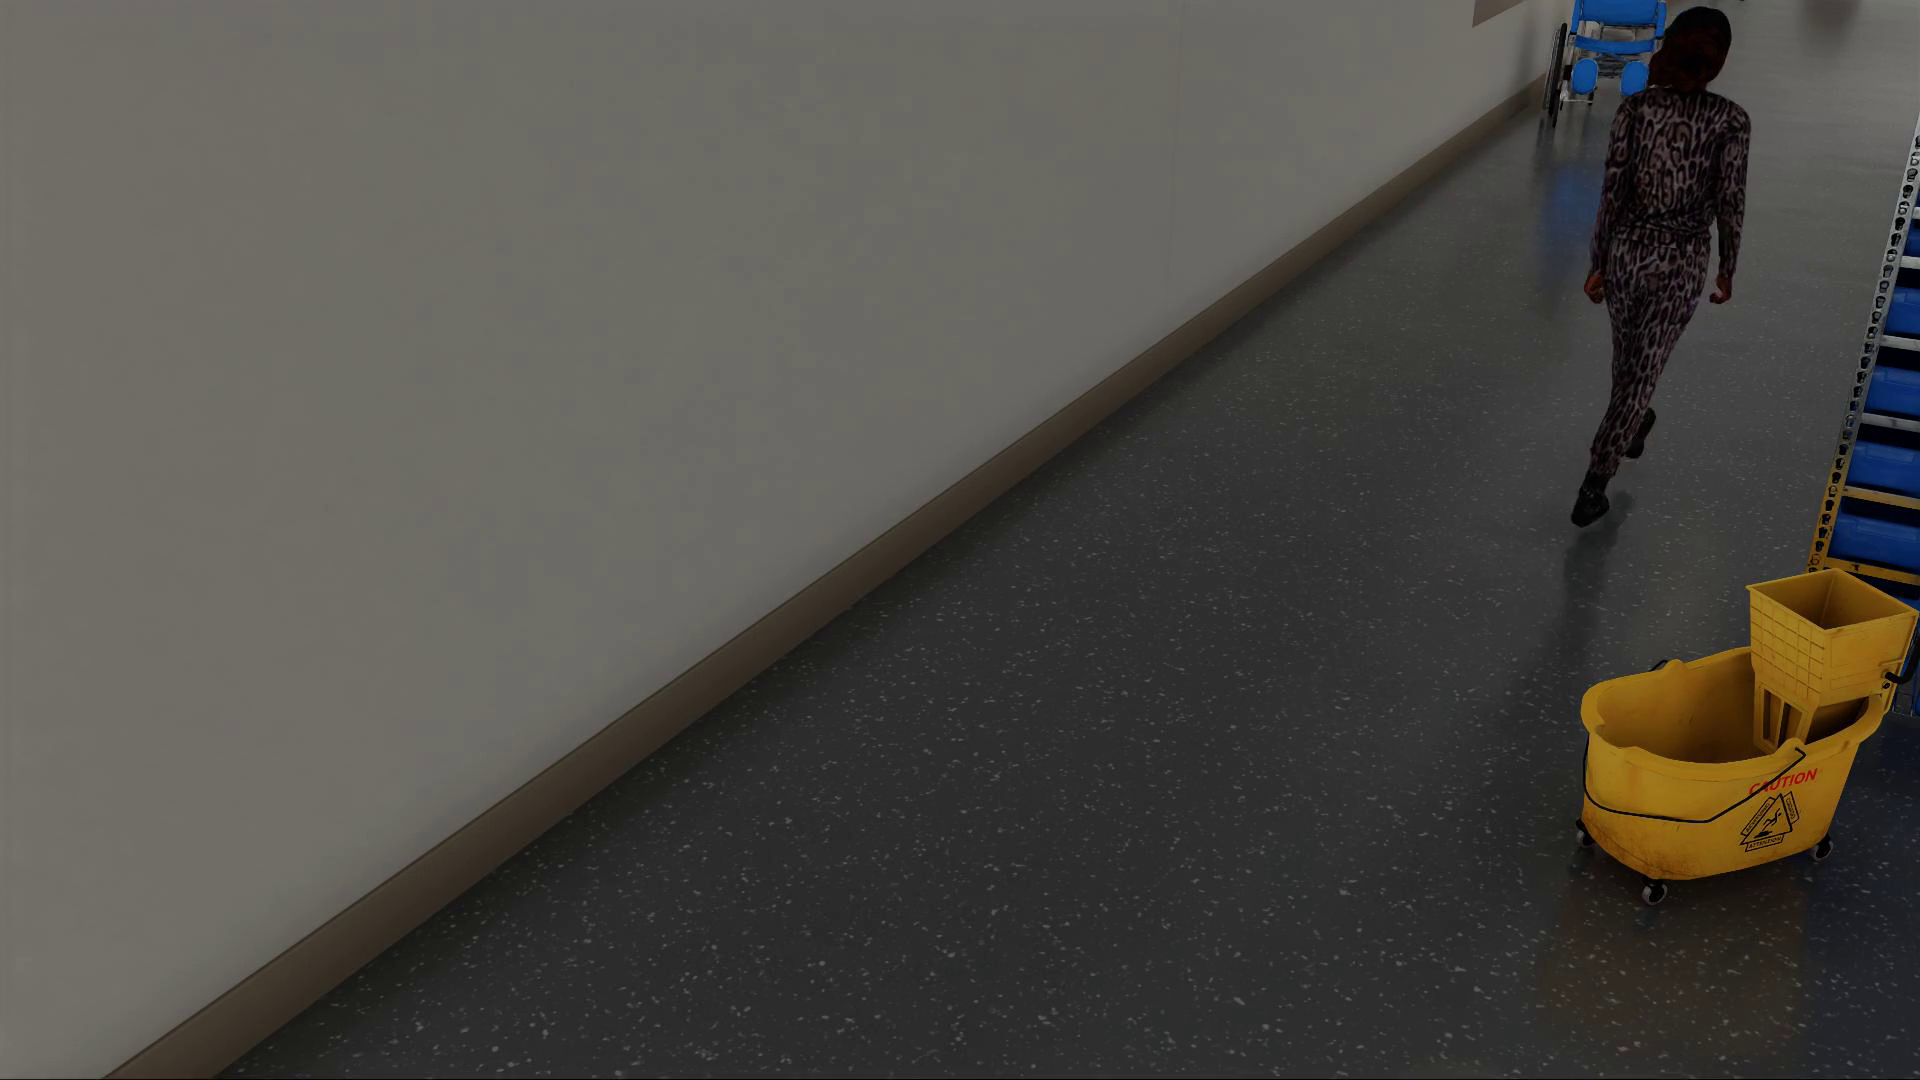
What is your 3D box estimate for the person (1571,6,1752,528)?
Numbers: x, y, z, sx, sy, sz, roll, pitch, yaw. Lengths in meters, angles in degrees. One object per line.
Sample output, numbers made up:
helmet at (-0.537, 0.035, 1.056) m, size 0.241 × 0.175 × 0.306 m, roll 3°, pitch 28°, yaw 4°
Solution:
person at (2.256, -0.830, 5.469) m, size 1.086 × 1.663 × 0.729 m, roll 18°, pitch 31°, yaw 32°
